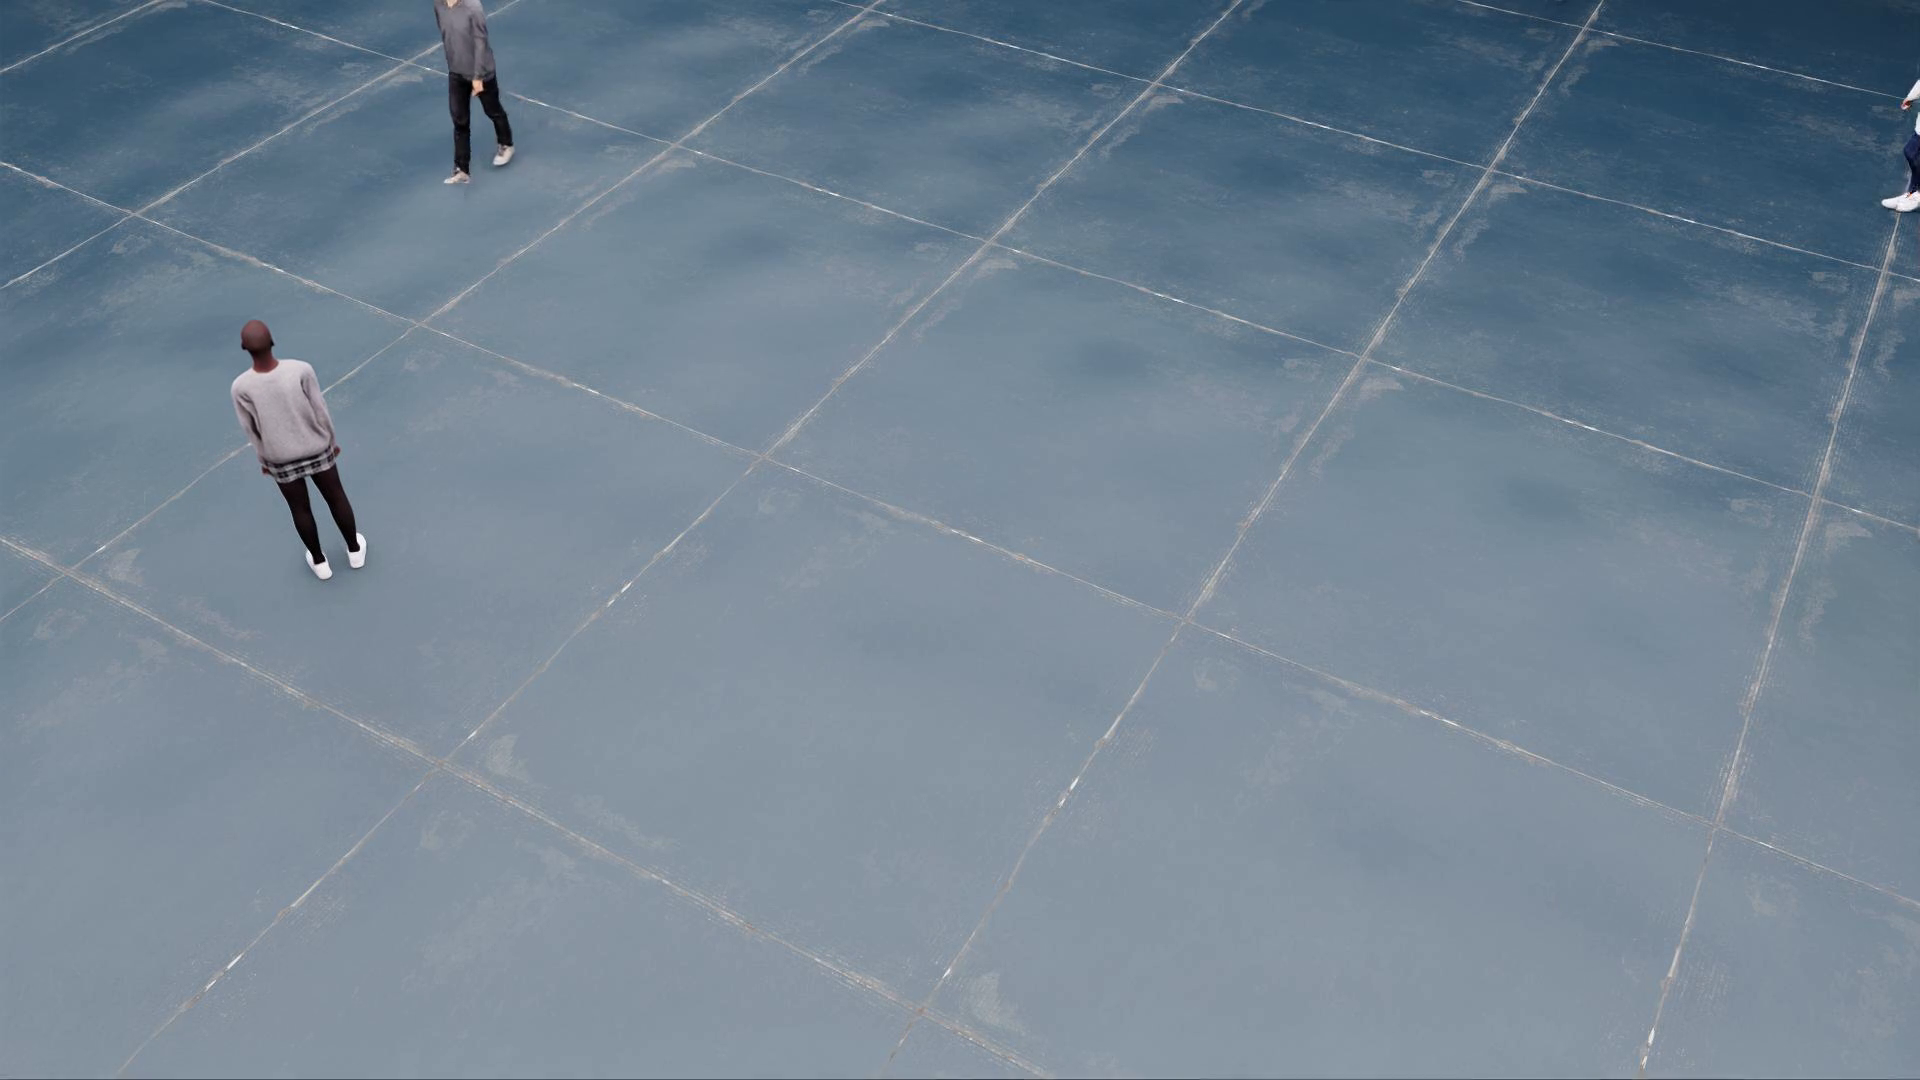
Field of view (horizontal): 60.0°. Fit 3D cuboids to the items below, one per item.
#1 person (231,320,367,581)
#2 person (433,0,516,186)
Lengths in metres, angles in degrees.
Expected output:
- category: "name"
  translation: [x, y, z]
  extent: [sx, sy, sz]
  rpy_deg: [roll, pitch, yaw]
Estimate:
- category: "person"
  translation: [-3.771, -0.508, 9.468]
  extent: [0.658, 1.771, 0.758]
  rpy_deg: [-18, 45, -18]
- category: "person"
  translation: [-3.760, -3.684, 13.005]
  extent: [0.803, 1.718, 1.143]
  rpy_deg: [10, 43, 11]
